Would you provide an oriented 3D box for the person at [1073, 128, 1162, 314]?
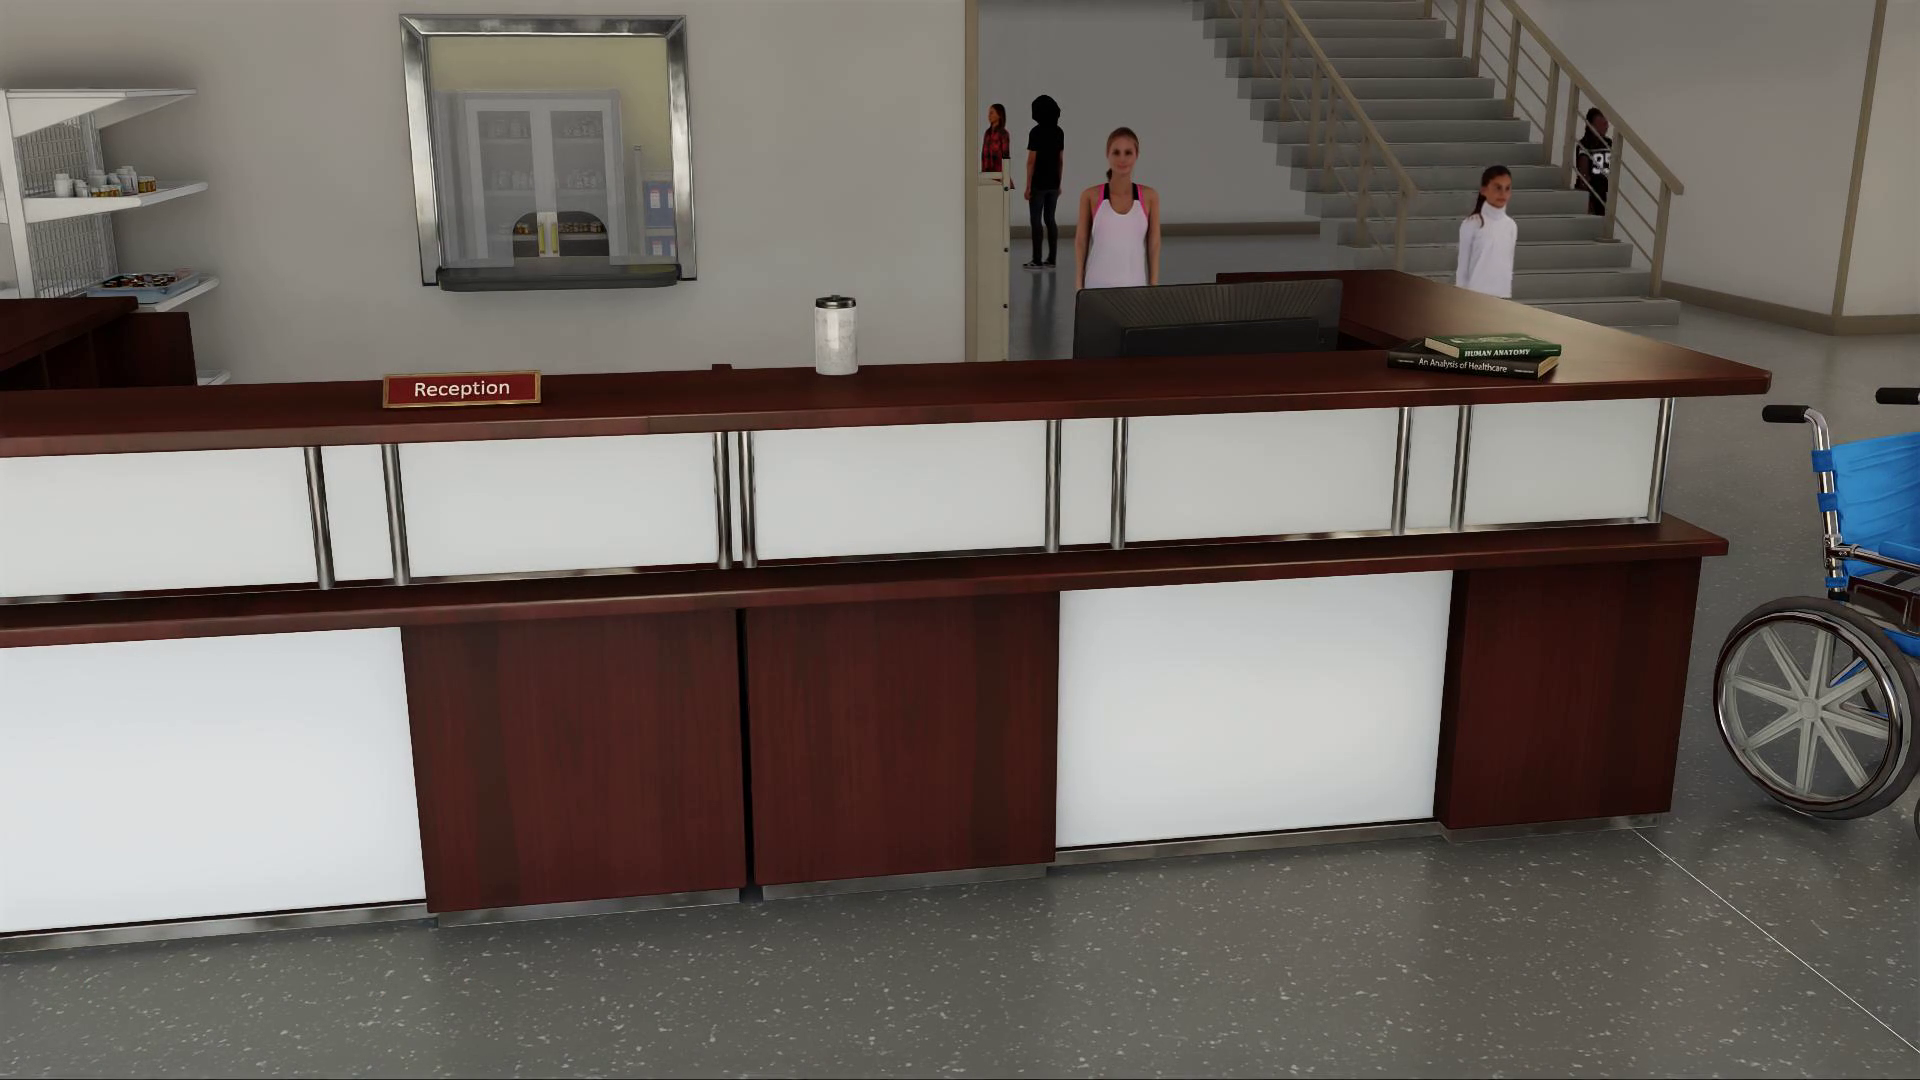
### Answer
[{"bbox_3d":[0.825,-1.271,8.824,0.648,1.789,0.596,1,16,3],"label":"person"}]

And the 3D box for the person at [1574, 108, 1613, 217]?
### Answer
[{"bbox_3d":[6.077,-3.307,16.237,0.713,1.685,1.263,-6,17,-19],"label":"person"}]

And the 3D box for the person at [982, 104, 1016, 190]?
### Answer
[{"bbox_3d":[0.438,-4.342,19.875,0.753,1.703,0.641,-11,19,-35],"label":"person"}]

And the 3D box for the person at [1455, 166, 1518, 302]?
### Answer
[{"bbox_3d":[3.008,-1.387,9.689,0.545,1.543,0.930,-2,16,-7],"label":"person"}]

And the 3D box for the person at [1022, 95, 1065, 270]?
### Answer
[{"bbox_3d":[0.913,-3.846,17.868,0.711,1.824,0.705,-12,20,-37],"label":"person"}]
